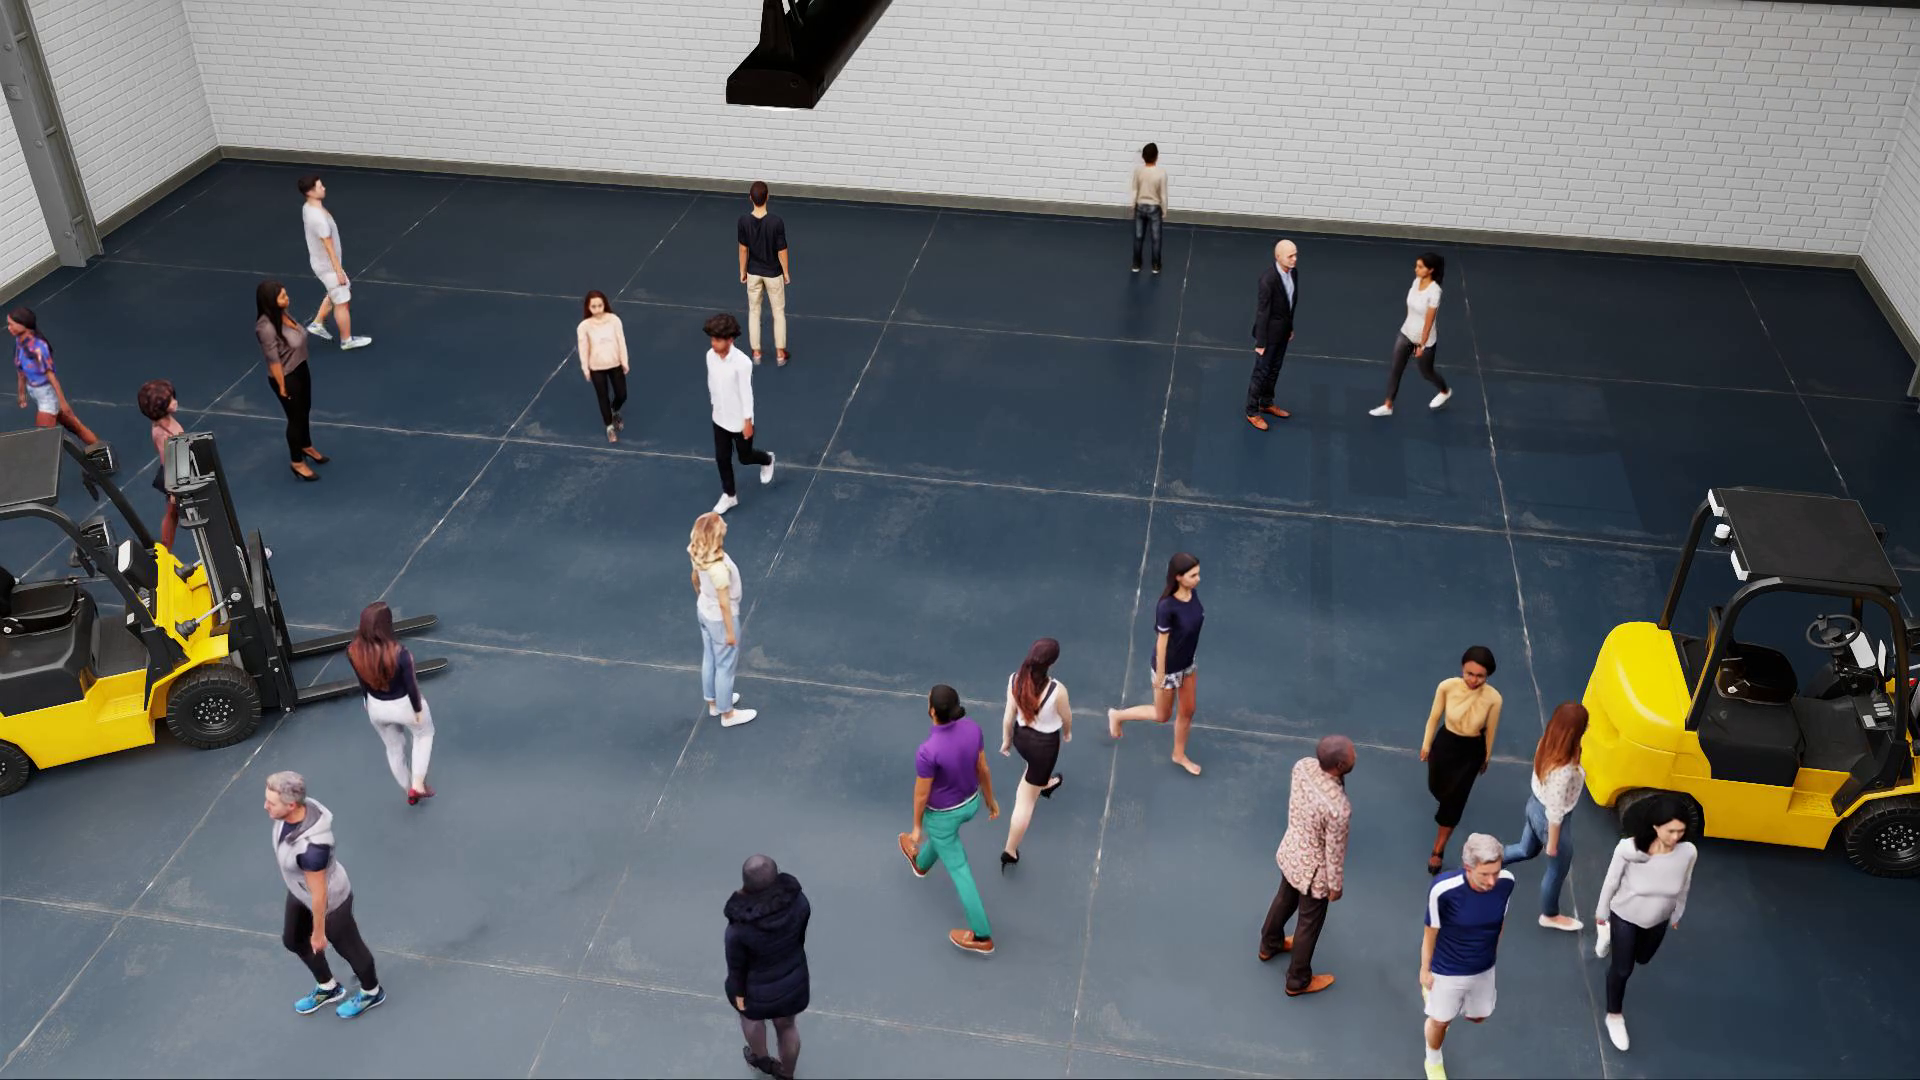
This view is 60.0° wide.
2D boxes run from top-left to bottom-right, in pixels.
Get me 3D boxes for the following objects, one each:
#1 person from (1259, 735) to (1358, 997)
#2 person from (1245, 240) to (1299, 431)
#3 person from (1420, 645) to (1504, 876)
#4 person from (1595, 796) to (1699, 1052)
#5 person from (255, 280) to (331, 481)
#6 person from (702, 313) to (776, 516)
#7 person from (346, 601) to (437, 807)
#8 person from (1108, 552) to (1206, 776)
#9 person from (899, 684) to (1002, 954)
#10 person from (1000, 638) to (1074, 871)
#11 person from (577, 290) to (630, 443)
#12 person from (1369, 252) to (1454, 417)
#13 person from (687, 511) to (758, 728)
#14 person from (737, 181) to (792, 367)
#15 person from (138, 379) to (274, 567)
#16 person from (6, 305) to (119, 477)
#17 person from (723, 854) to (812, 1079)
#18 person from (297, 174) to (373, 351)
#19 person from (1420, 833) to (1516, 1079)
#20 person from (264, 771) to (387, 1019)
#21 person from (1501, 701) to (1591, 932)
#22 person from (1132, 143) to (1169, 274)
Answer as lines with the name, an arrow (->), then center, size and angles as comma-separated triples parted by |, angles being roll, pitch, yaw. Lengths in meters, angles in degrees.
person -> 2.006, 1.841, 9.553 | 0.831, 1.800, 0.708 | -10, 35, -15
person -> 2.872, -1.908, 15.196 | 0.834, 1.798, 0.721 | 28, 43, 36
person -> 3.144, 1.315, 10.498 | 0.726, 1.631, 1.026 | 14, 36, 20
person -> 3.790, 2.042, 9.361 | 0.719, 1.679, 1.030 | 0, 34, -1
person -> -5.807, -1.392, 14.381 | 0.748, 1.841, 0.602 | -1, 34, -2
person -> -1.852, -1.088, 13.969 | 0.854, 1.790, 1.065 | 19, 38, 26
person -> -3.691, 1.127, 10.811 | 0.637, 1.598, 0.625 | 1, 34, 1
person -> 1.356, 0.802, 11.165 | 0.904, 1.747, 0.966 | 22, 40, 30
person -> 0.018, 1.677, 9.890 | 1.200, 1.700, 1.278 | 26, 42, 34
person -> 0.442, 1.380, 10.437 | 0.784, 1.589, 1.194 | 14, 36, 20
person -> -3.212, -1.603, 15.025 | 0.703, 1.478, 0.748 | -14, 36, -20
person -> 4.293, -1.864, 15.293 | 0.991, 1.617, 1.078 | -12, 35, -17
person -> -1.687, 0.545, 11.573 | 0.756, 1.722, 0.691 | -20, 39, -28
person -> -1.896, -2.585, 16.166 | 0.645, 1.852, 0.567 | 3, 34, 5
person -> -6.184, -0.421, 13.008 | 0.991, 1.743, 1.079 | -13, 36, -18
person -> -7.715, -1.216, 14.249 | 1.009, 1.693, 1.232 | 26, 41, 33
person -> -0.975, 2.372, 8.878 | 0.808, 1.663, 0.865 | -20, 38, -27
person -> -6.297, -2.701, 16.346 | 0.981, 1.846, 0.925 | -17, 37, -24
person -> 2.652, 2.206, 8.986 | 0.796, 1.821, 0.934 | -6, 34, -9
person -> -3.499, 1.965, 9.353 | 0.920, 1.815, 0.866 | -23, 40, -31
person -> 3.433, 1.654, 9.918 | 0.680, 1.709, 0.958 | 2, 34, 3
person -> 2.017, -3.577, 18.013 | 0.597, 1.460, 0.600 | 11, 35, 16
